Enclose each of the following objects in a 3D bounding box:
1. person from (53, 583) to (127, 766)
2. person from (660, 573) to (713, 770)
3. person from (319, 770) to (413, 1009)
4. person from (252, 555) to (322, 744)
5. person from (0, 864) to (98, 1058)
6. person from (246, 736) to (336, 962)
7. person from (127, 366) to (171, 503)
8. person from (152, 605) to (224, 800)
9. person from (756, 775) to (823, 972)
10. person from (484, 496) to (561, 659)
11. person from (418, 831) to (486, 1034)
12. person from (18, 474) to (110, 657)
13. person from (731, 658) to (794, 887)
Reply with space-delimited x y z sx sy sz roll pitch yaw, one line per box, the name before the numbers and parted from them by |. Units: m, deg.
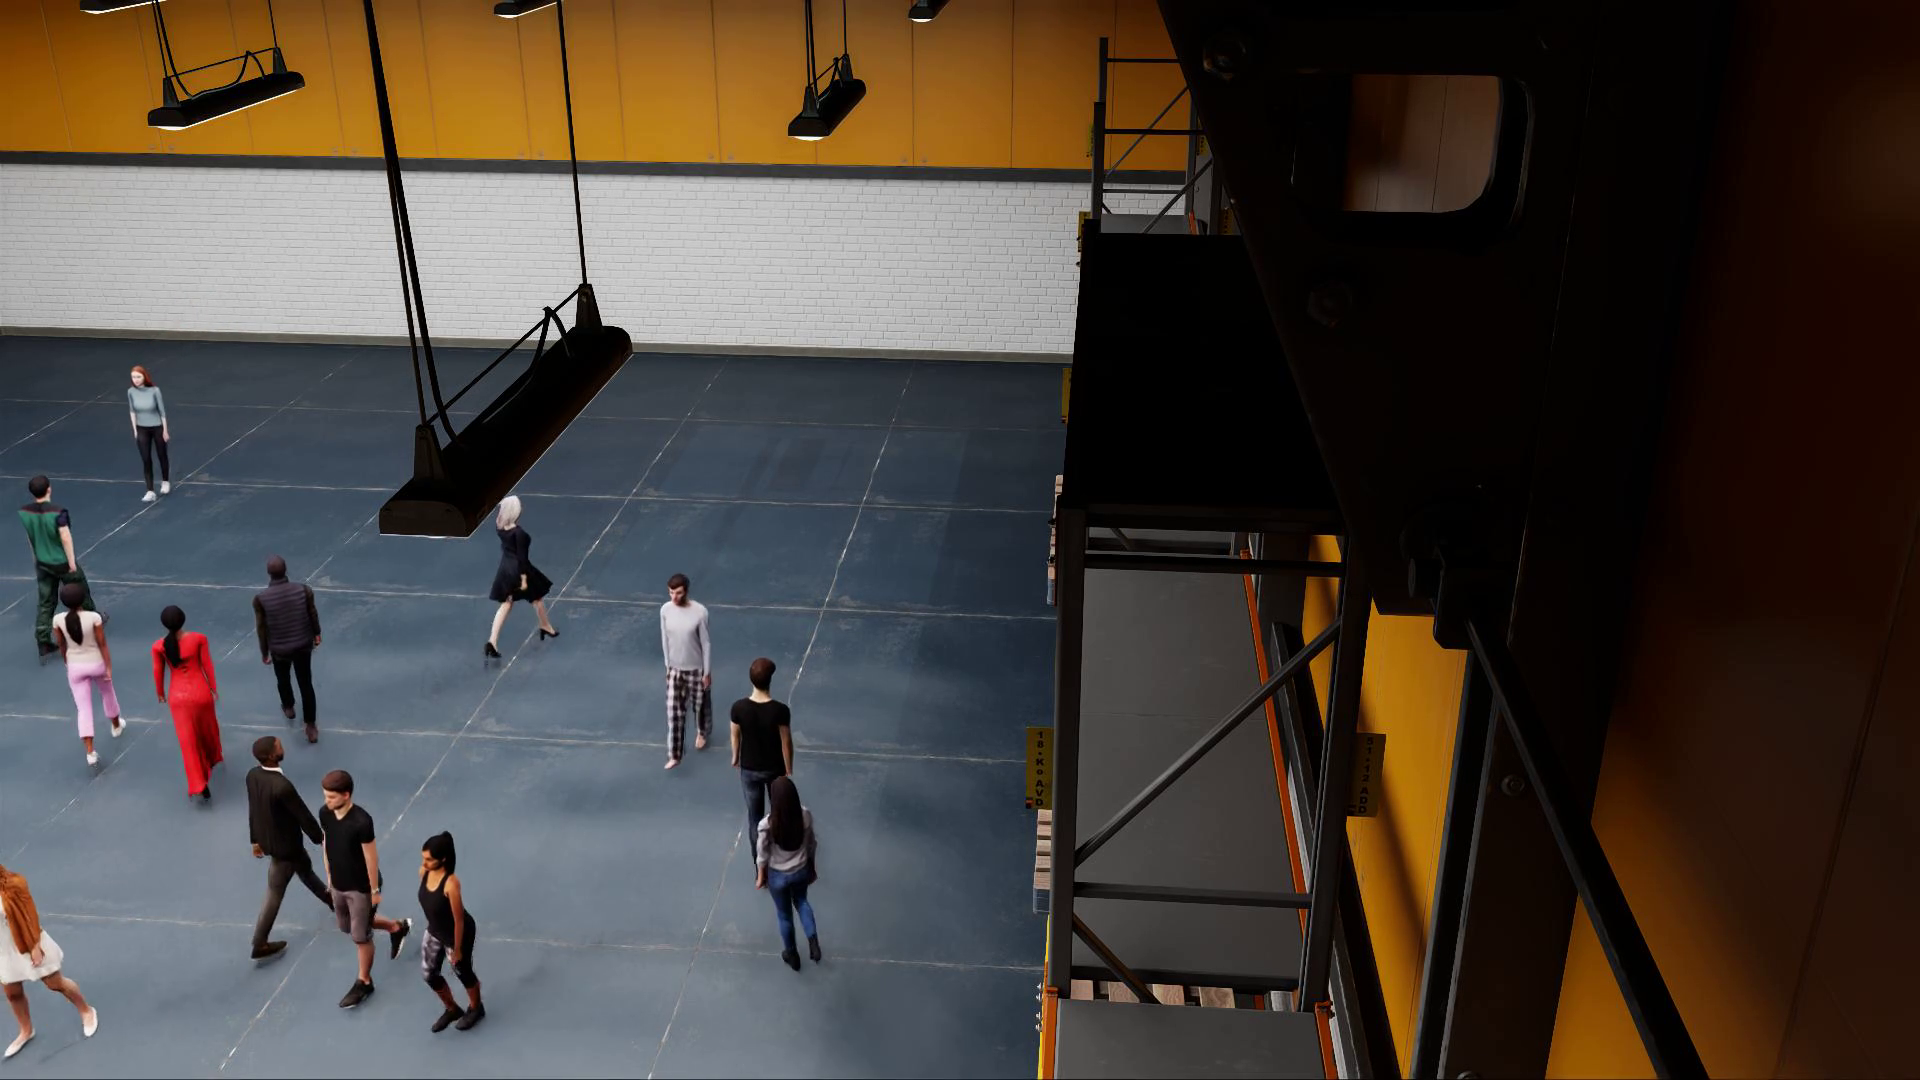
person | -7.926 1.232 15.065 0.882 1.700 1.210 -8 25 -17
person | -2.447 1.115 15.186 0.686 1.816 1.068 3 24 7
person | -4.321 2.451 12.095 0.926 1.844 1.126 12 26 26
person | -6.174 1.034 15.386 1.041 1.805 1.179 -12 26 -26
person | -6.520 2.794 11.496 0.821 1.696 0.733 0 24 0
person | -5.154 2.350 12.459 1.128 1.738 1.296 19 30 37
person | -10.193 -1.388 21.032 0.751 1.722 1.010 -3 24 -8
person | -6.727 1.446 14.526 1.037 1.739 1.243 -12 26 -25
person | -1.223 2.506 12.250 0.767 1.619 0.823 -14 27 -29
person | -4.586 0.417 16.935 0.989 1.696 1.224 16 28 33
person | -3.539 2.723 11.716 0.727 1.649 0.761 17 29 34
person | -9.324 0.285 17.040 0.712 1.854 1.226 2 24 6
person | -1.600 1.895 13.353 0.738 1.855 1.168 0 24 0
